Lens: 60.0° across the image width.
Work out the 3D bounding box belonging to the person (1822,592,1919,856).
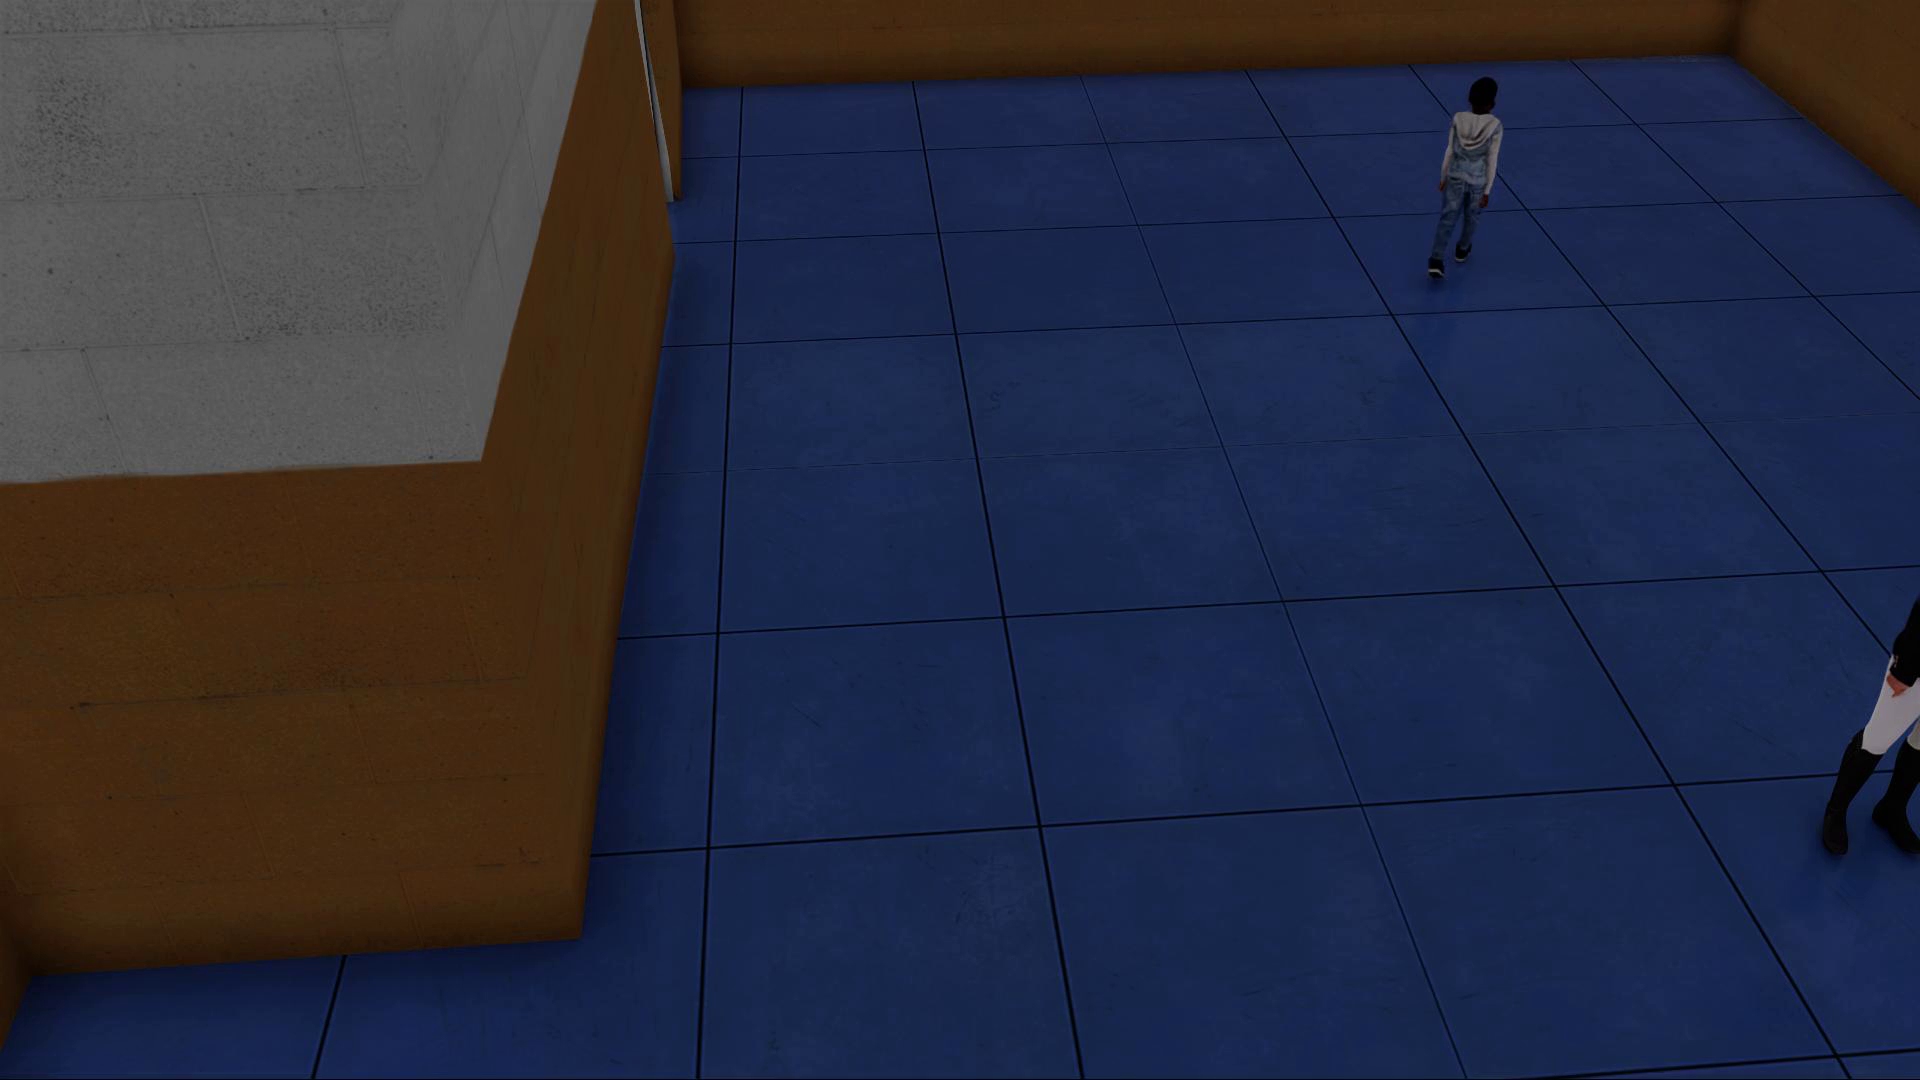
[{"bbox_3d":[3.648,0.479,6.184,0.513,1.729,0.638,0,37,1],"label":"person"}]

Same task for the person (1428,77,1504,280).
[{"bbox_3d":[3.078,-2.191,10.156,0.863,1.248,0.825,17,40,21],"label":"person"}]
